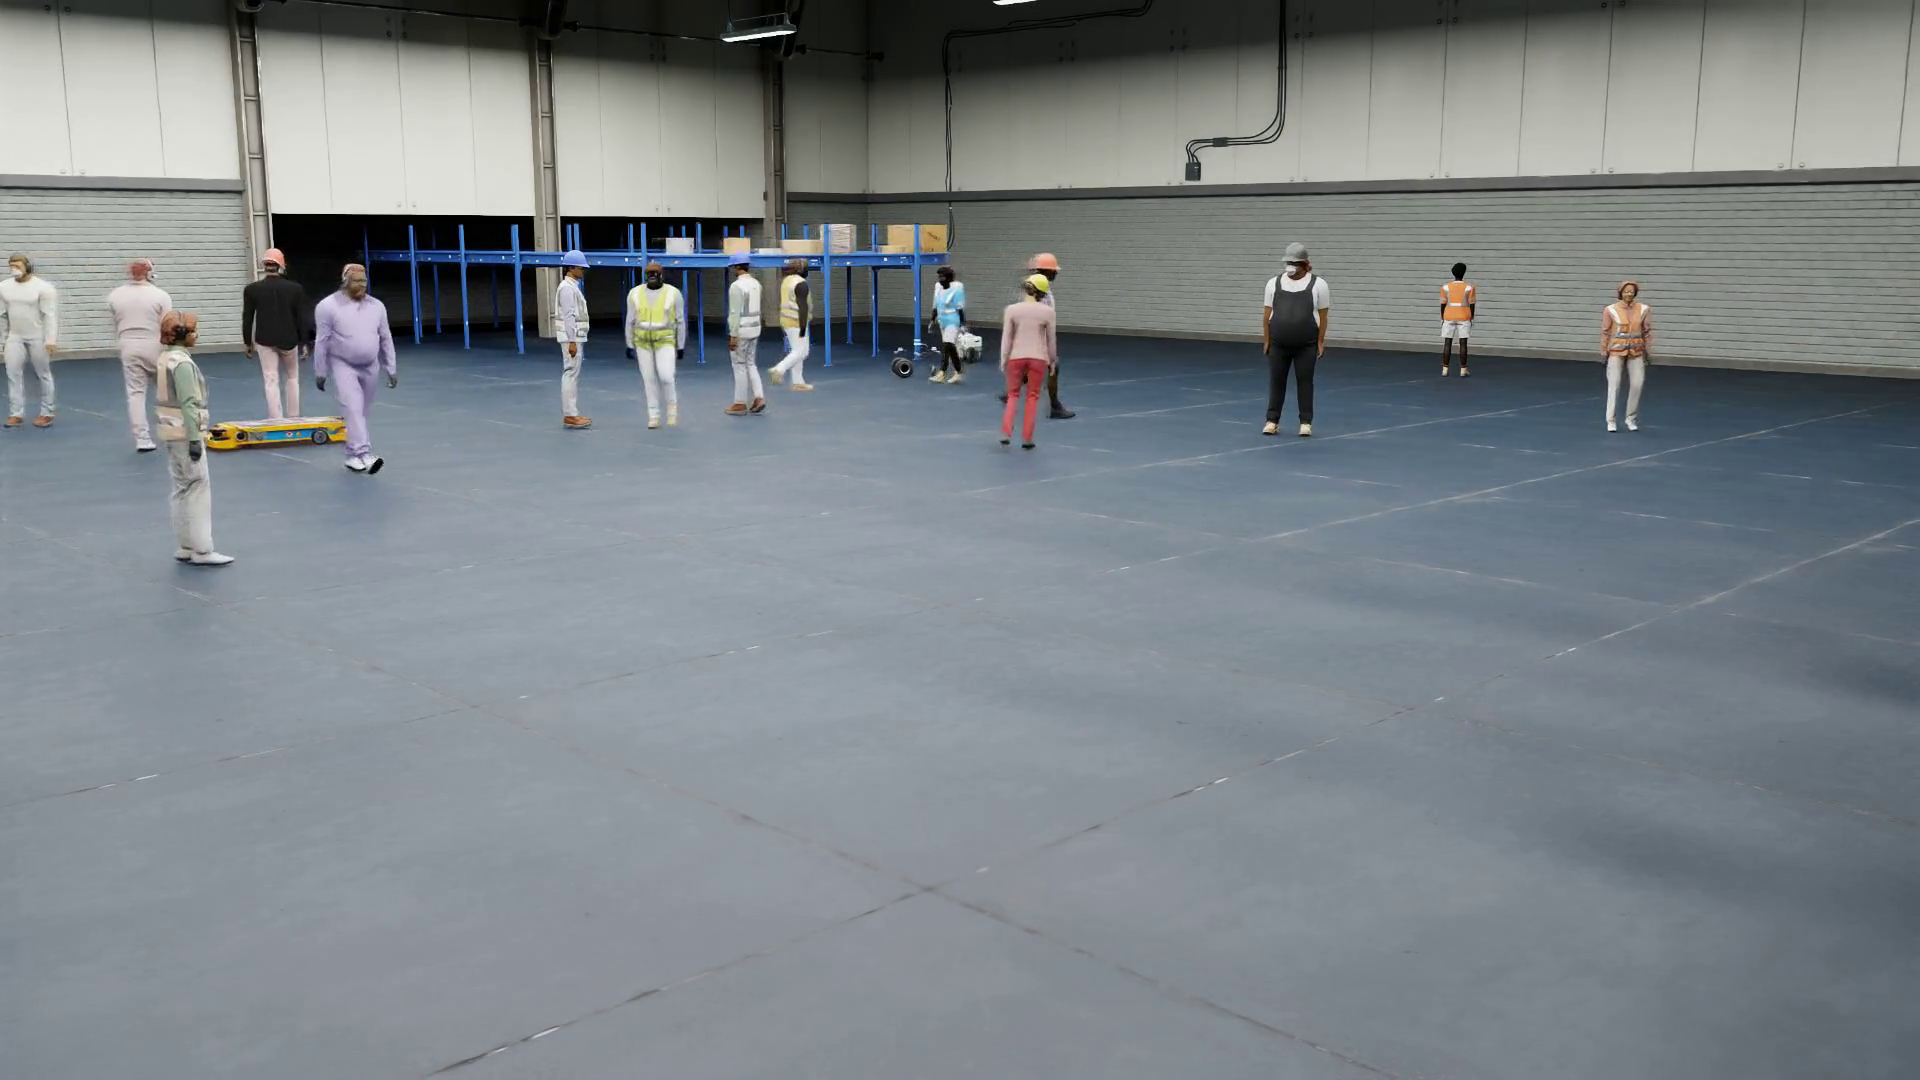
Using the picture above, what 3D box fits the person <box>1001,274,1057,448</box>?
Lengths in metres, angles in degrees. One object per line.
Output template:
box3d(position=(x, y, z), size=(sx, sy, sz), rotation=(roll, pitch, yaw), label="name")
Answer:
box3d(position=(0.695, -1.790, 16.635), size=(0.543, 1.725, 0.488), rotation=(2, 11, 9), label="person")

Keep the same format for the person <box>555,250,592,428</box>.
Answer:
box3d(position=(-4.277, -2.230, 18.447), size=(0.405, 1.943, 0.613), rotation=(-2, 11, -8), label="person")

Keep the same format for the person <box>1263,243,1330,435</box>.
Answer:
box3d(position=(3.542, -2.111, 17.656), size=(0.684, 2.000, 0.536), rotation=(4, 11, 21), label="person")

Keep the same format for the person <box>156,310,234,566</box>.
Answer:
box3d(position=(-4.967, -0.654, 10.702), size=(0.345, 1.636, 0.533), rotation=(-8, 13, -38), label="person")

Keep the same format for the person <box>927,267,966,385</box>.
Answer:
box3d(position=(-0.247, -3.035, 23.619), size=(0.808, 1.662, 0.545), rotation=(-8, 13, -36), label="person")

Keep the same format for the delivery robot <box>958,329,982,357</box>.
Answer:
box3d(position=(0.089, -3.311, 28.000), size=(0.477, 0.478, 0.707), rotation=(5, 11, 24), label="delivery robot")

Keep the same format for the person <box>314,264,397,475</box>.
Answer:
box3d(position=(-5.294, -1.500, 14.723), size=(0.993, 1.846, 0.660), rotation=(10, 14, 43), label="person")

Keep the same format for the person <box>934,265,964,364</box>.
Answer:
box3d(position=(-0.190, -3.721, 27.465), size=(0.501, 1.623, 0.358), rotation=(5, 11, 24), label="person")

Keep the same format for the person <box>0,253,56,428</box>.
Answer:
box3d(position=(-10.265, -2.172, 18.217), size=(0.662, 1.910, 0.832), rotation=(0, 10, -1), label="person")

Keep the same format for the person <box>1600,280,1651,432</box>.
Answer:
box3d(position=(7.182, -1.991, 17.985), size=(0.544, 1.633, 0.319), rotation=(0, 10, 2), label="person")

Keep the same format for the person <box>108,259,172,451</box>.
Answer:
box3d(position=(-8.050, -1.844, 16.536), size=(0.645, 1.869, 0.832), rotation=(-1, 10, -4), label="person")

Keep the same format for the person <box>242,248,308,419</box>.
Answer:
box3d(position=(-7.292, -2.106, 17.708), size=(0.636, 1.960, 0.829), rotation=(-5, 11, -24), label="person")

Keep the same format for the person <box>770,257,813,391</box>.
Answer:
box3d(position=(-2.299, -2.925, 22.602), size=(0.605, 1.819, 0.647), rotation=(-5, 12, -27), label="person")

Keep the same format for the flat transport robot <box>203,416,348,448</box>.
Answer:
box3d(position=(-6.980, -1.116, 17.056), size=(1.431, 0.197, 0.652), rotation=(-7, 13, -35), label="flat transport robot")

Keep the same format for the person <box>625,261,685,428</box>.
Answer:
box3d(position=(-3.354, -2.135, 18.274), size=(0.630, 1.821, 0.520), rotation=(1, 10, 3), label="person")

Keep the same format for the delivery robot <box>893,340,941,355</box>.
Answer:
box3d(position=(-0.649, -2.915, 25.130), size=(0.698, 0.223, 0.335), rotation=(-2, 11, -11), label="delivery robot")

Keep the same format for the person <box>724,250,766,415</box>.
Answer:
box3d(position=(-2.542, -2.450, 19.680), size=(0.545, 1.937, 0.625), rotation=(4, 11, 21), label="person")

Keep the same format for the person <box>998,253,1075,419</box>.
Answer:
box3d(position=(0.884, -2.378, 19.357), size=(0.860, 1.915, 0.545), rotation=(1, 10, 5), label="person")

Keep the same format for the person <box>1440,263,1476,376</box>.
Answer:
box3d(position=(7.497, -3.322, 25.074), size=(0.535, 1.700, 0.318), rotation=(5, 11, 24), label="person")
